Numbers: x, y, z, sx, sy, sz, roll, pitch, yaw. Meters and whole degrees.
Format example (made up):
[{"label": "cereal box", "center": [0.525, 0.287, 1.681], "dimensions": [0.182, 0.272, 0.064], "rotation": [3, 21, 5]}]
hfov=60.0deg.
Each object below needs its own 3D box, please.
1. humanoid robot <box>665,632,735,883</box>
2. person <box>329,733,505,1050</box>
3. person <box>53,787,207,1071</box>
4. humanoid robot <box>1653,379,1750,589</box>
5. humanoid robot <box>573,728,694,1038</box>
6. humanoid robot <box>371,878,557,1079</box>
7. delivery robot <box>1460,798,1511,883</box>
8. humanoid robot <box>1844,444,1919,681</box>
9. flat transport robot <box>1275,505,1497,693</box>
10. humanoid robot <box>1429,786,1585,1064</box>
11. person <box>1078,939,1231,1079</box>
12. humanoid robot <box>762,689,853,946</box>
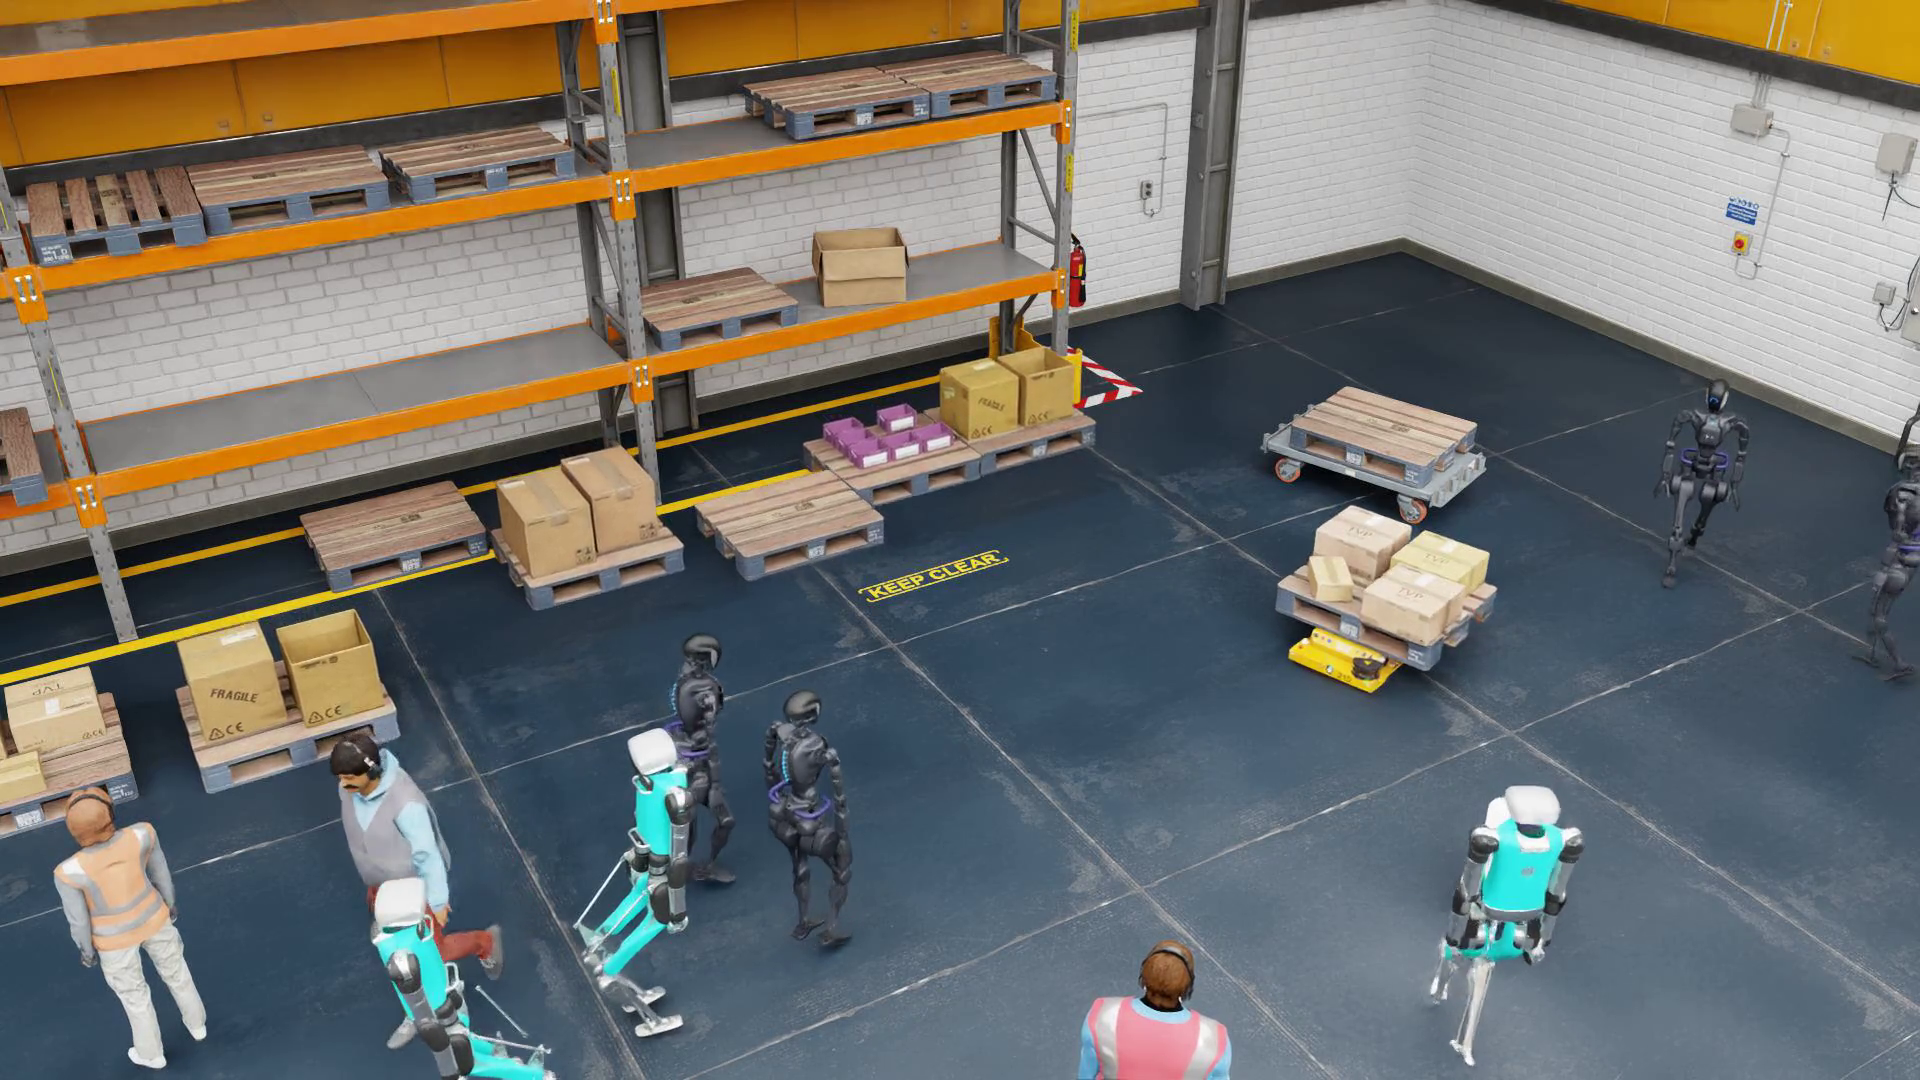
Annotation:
[{"label": "humanoid robot", "center": [-1.492, 1.236, 9.361], "dimensions": [0.378, 1.643, 0.604], "rotation": [-13, 32, -22]}, {"label": "person", "center": [-2.741, 1.690, 8.370], "dimensions": [0.578, 1.853, 0.647], "rotation": [14, 32, 24]}, {"label": "person", "center": [-4.084, 1.920, 8.183], "dimensions": [0.314, 1.636, 0.513], "rotation": [21, 36, 32]}, {"label": "humanoid robot", "center": [5.553, -0.476, 12.452], "dimensions": [0.611, 1.636, 0.786], "rotation": [13, 32, 21]}, {"label": "humanoid robot", "center": [-1.661, 1.762, 8.275], "dimensions": [0.737, 1.709, 0.530], "rotation": [-17, 34, -28]}, {"label": "humanoid robot", "center": [-2.158, 2.255, 7.579], "dimensions": [0.758, 1.865, 0.530], "rotation": [-10, 31, -16]}, {"label": "delivery robot", "center": [3.130, 1.834, 9.450], "dimensions": [0.499, 0.606, 0.796], "rotation": [10, 31, 18]}, {"label": "humanoid robot", "center": [6.426, 0.173, 11.275], "dimensions": [0.630, 1.634, 0.570], "rotation": [-25, 38, -37]}, {"label": "flat transport robot", "center": [3.014, 0.608, 11.898], "dimensions": [0.659, 0.231, 1.431], "rotation": [24, 37, 35]}, {"label": "humanoid robot", "center": [2.623, 1.842, 8.310], "dimensions": [0.547, 1.849, 0.824], "rotation": [-1, 29, -1]}, {"label": "person", "center": [0.812, 2.441, 7.068], "dimensions": [0.638, 1.831, 0.430], "rotation": [7, 30, 12]}, {"label": "humanoid robot", "center": [-0.835, 1.481, 8.925], "dimensions": [0.592, 1.653, 0.335], "rotation": [20, 35, 32]}]
